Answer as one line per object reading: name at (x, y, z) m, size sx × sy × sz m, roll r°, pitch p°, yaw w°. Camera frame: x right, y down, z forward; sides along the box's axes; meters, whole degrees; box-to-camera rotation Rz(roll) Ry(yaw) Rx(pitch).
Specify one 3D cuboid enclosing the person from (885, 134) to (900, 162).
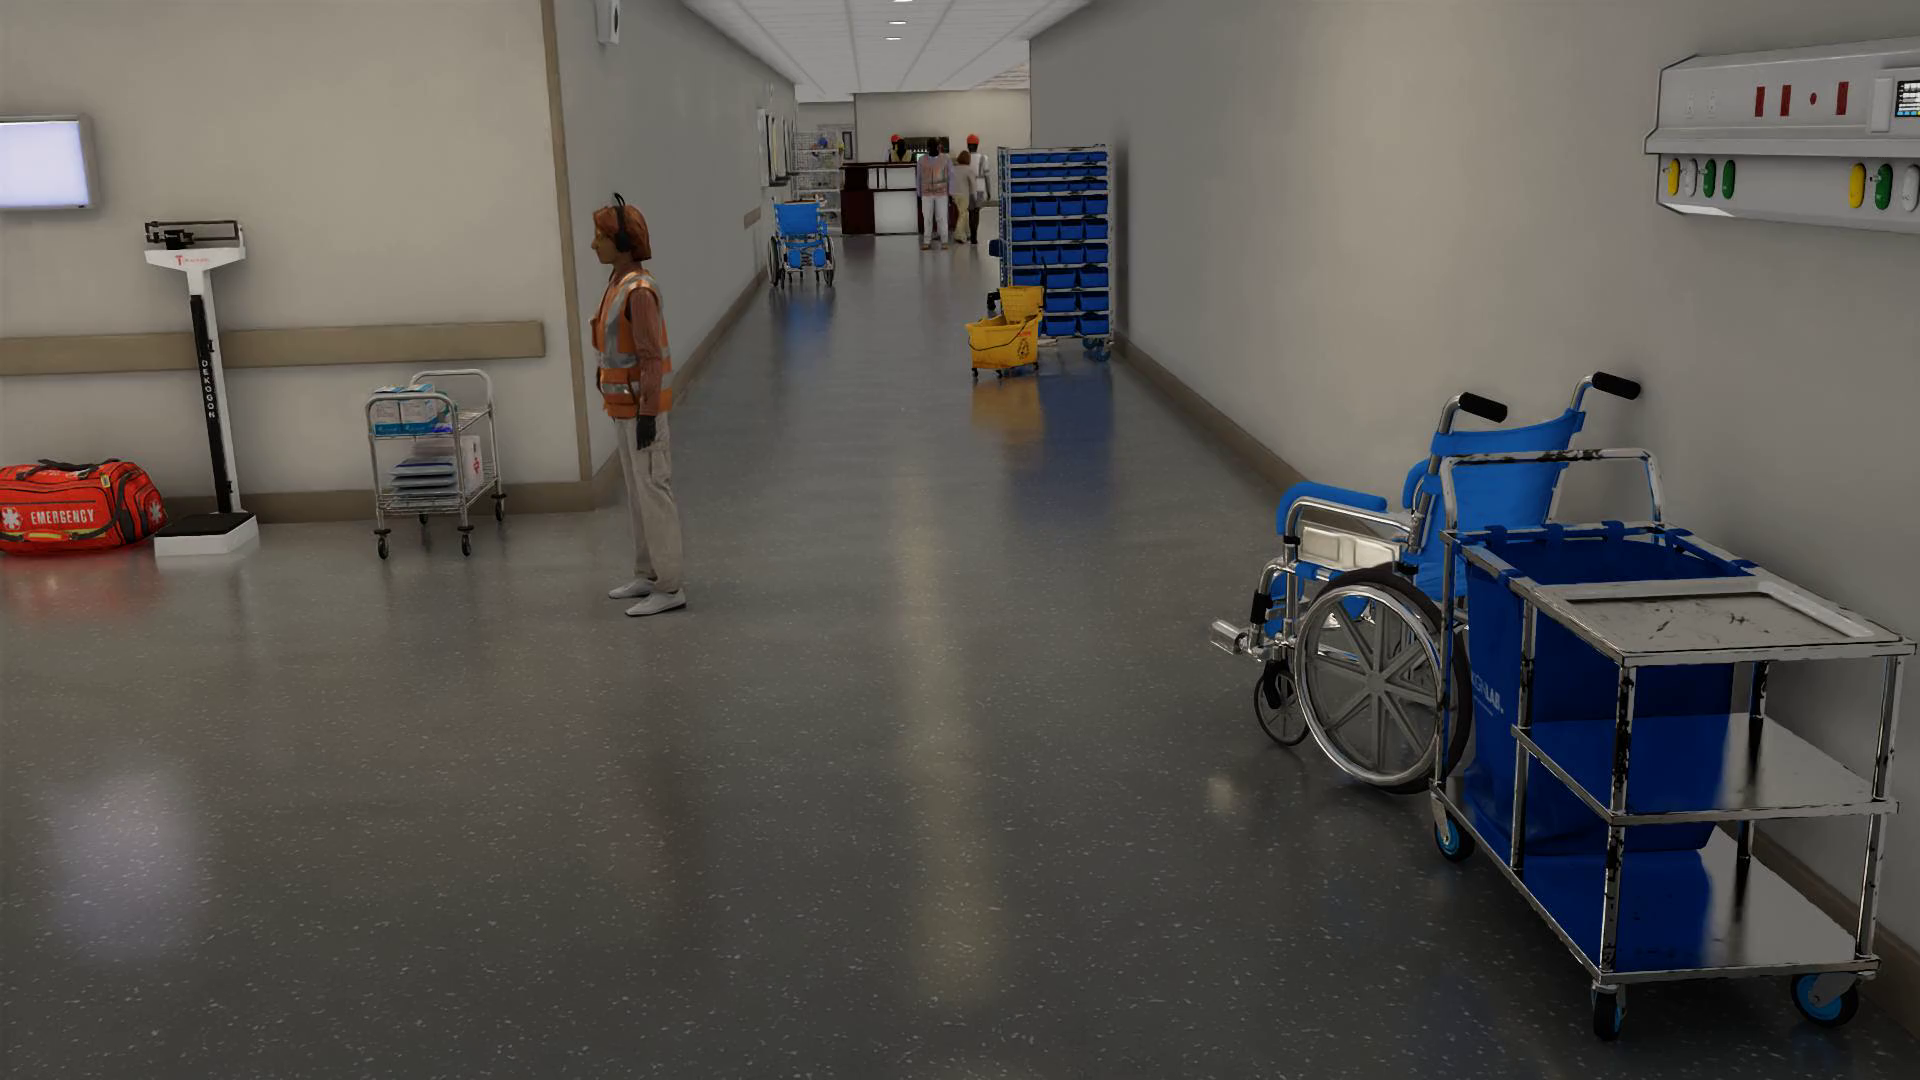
person at (-1.561, -8.990, 40.927) m, size 0.547 × 1.938 × 0.378 m, roll -9°, pitch 15°, yaw -26°

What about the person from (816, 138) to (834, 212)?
person at (-3.494, -9.568, 43.615) m, size 0.668 × 1.910 × 0.397 m, roll -13°, pitch 18°, yaw -40°

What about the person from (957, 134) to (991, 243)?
person at (0.249, -6.174, 29.277) m, size 0.559 × 1.886 × 1.017 m, roll 0°, pitch 14°, yaw 5°

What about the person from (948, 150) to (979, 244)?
person at (0.086, -6.007, 29.195) m, size 0.540 × 1.605 × 0.821 m, roll 9°, pitch 17°, yaw 37°

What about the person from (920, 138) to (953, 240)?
person at (-0.411, -6.344, 30.157) m, size 0.604 × 1.819 × 0.499 m, roll 10°, pitch 18°, yaw 41°

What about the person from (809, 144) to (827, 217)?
person at (-3.522, -8.837, 40.906) m, size 0.319 × 1.755 × 0.573 m, roll -7°, pitch 15°, yaw -22°

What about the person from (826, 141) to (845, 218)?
person at (-2.928, -8.627, 39.872) m, size 0.537 × 1.804 × 0.618 m, roll 6°, pitch 16°, yaw 28°

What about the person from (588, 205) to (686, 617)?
person at (-1.302, -0.516, 6.698) m, size 0.307 × 1.639 × 0.525 m, roll -7°, pitch 15°, yaw -22°

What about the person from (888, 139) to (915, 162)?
person at (-1.325, -8.250, 38.094) m, size 0.619 × 1.836 × 0.430 m, roll 0°, pitch 14°, yaw 7°

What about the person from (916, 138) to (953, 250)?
person at (-0.426, -5.776, 27.788) m, size 0.633 × 1.843 × 0.429 m, roll 0°, pitch 14°, yaw 8°
